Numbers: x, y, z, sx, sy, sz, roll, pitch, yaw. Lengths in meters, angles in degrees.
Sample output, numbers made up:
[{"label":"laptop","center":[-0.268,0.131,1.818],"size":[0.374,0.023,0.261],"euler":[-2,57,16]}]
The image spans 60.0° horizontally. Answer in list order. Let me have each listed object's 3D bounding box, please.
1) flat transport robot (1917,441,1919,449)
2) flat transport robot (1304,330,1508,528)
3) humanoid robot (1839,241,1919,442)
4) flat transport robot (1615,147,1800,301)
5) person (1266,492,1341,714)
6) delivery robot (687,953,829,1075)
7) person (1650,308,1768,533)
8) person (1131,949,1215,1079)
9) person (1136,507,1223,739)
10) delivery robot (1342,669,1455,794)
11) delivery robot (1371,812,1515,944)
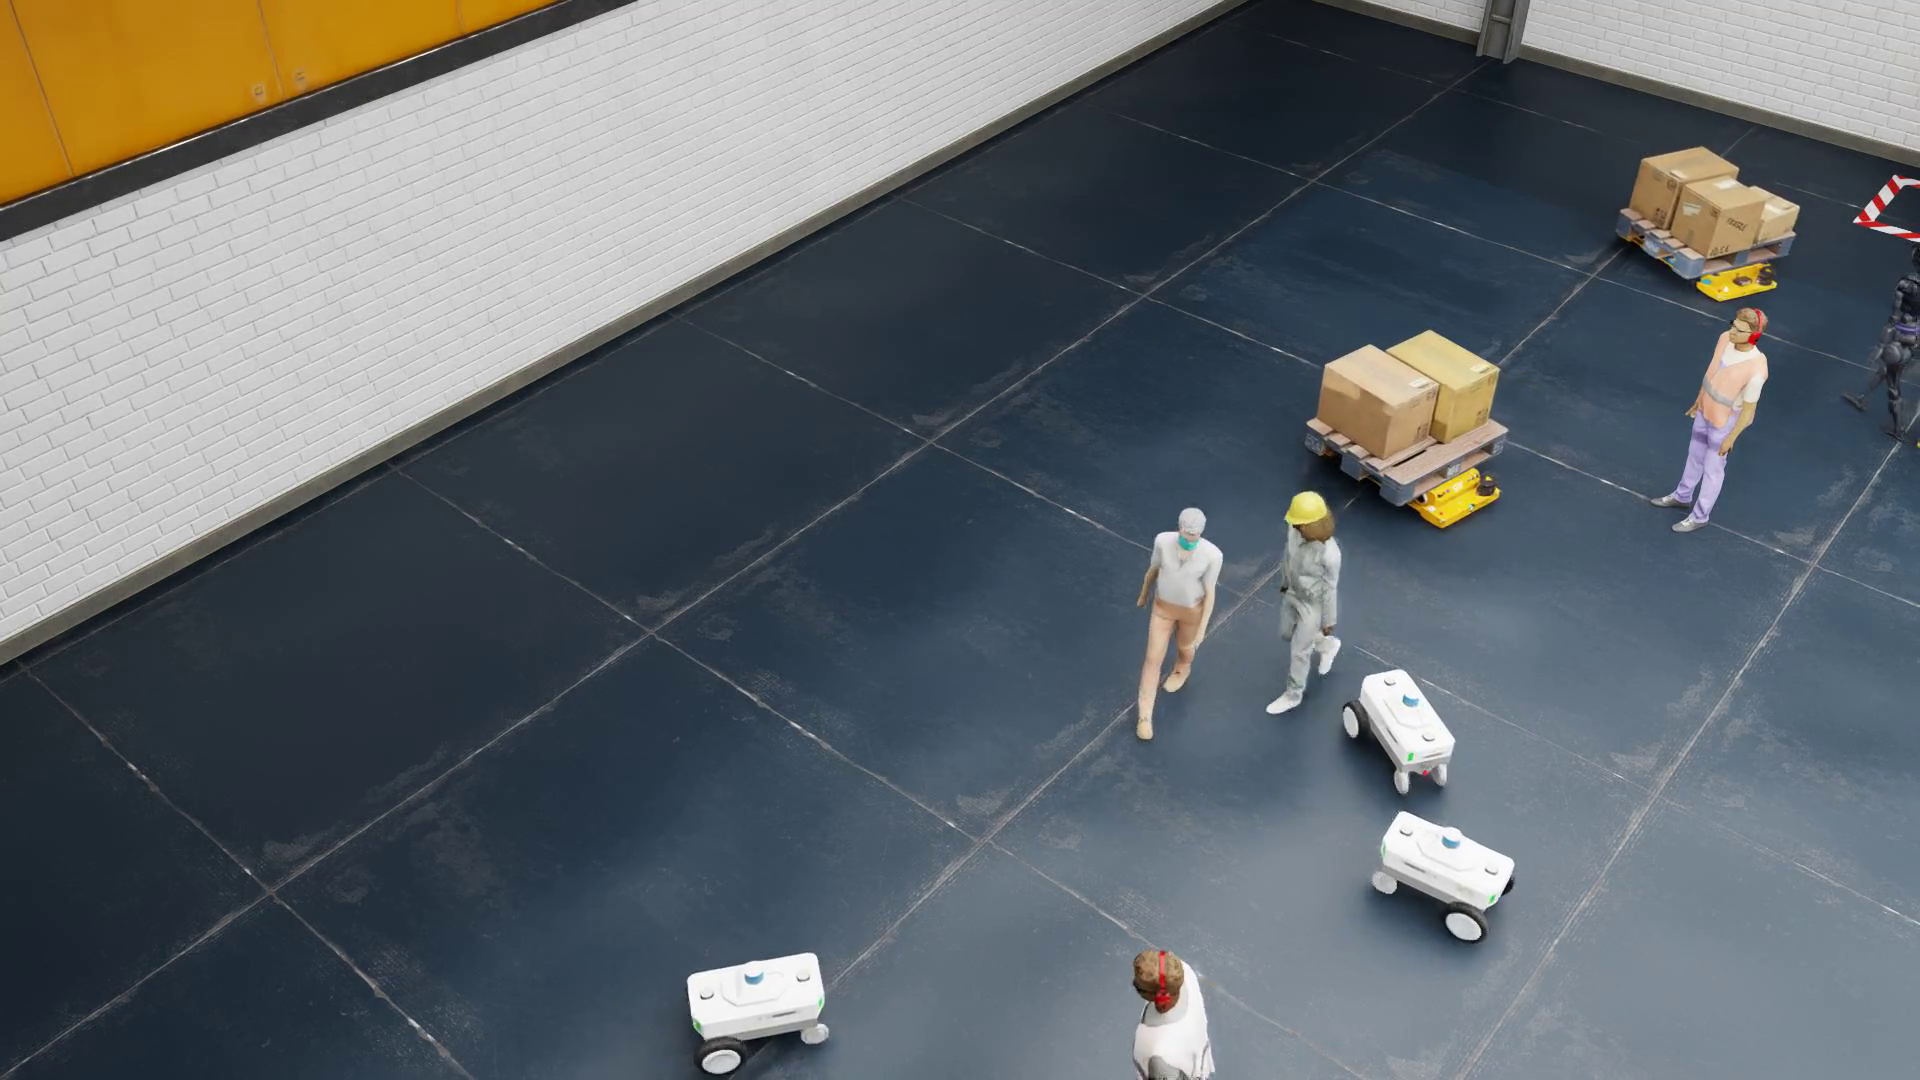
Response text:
[{"label":"flat transport robot","center":[8.414,-0.656,13.101],"size":[1.431,0.231,0.659],"euler":[-4,39,-5]},{"label":"flat transport robot","center":[3.464,-0.622,13.059],"size":[0.659,0.231,1.431],"euler":[-25,45,-27]},{"label":"humanoid robot","center":[7.479,-1.603,13.189],"size":[0.609,1.625,0.753],"euler":[-21,43,-24]},{"label":"flat transport robot","center":[6.925,-2.705,15.644],"size":[0.659,0.231,1.431],"euler":[-14,41,-17]},{"label":"person","center":[2.280,0.352,10.694],"size":[0.591,1.708,0.524],"euler":[-17,42,-20]},{"label":"delivery robot","center":[-1.114,2.498,8.960],"size":[0.779,0.597,0.499],"euler":[-8,40,-10]},{"label":"person","center":[5.535,-0.883,12.122],"size":[0.390,1.849,0.563],"euler":[-5,39,-6]},{"label":"person","center":[1.036,2.572,7.860],"size":[0.566,1.824,0.558],"euler":[11,40,13]},{"label":"person","center":[1.369,0.438,10.610],"size":[0.517,1.696,0.801],"euler":[13,41,16]},{"label":"delivery robot","center":[2.820,1.177,10.612],"size":[0.499,0.613,0.797],"euler":[-10,40,-12]},{"label":"delivery robot","center":[2.837,1.927,9.681],"size":[0.807,0.613,0.499],"euler":[23,44,26]}]
